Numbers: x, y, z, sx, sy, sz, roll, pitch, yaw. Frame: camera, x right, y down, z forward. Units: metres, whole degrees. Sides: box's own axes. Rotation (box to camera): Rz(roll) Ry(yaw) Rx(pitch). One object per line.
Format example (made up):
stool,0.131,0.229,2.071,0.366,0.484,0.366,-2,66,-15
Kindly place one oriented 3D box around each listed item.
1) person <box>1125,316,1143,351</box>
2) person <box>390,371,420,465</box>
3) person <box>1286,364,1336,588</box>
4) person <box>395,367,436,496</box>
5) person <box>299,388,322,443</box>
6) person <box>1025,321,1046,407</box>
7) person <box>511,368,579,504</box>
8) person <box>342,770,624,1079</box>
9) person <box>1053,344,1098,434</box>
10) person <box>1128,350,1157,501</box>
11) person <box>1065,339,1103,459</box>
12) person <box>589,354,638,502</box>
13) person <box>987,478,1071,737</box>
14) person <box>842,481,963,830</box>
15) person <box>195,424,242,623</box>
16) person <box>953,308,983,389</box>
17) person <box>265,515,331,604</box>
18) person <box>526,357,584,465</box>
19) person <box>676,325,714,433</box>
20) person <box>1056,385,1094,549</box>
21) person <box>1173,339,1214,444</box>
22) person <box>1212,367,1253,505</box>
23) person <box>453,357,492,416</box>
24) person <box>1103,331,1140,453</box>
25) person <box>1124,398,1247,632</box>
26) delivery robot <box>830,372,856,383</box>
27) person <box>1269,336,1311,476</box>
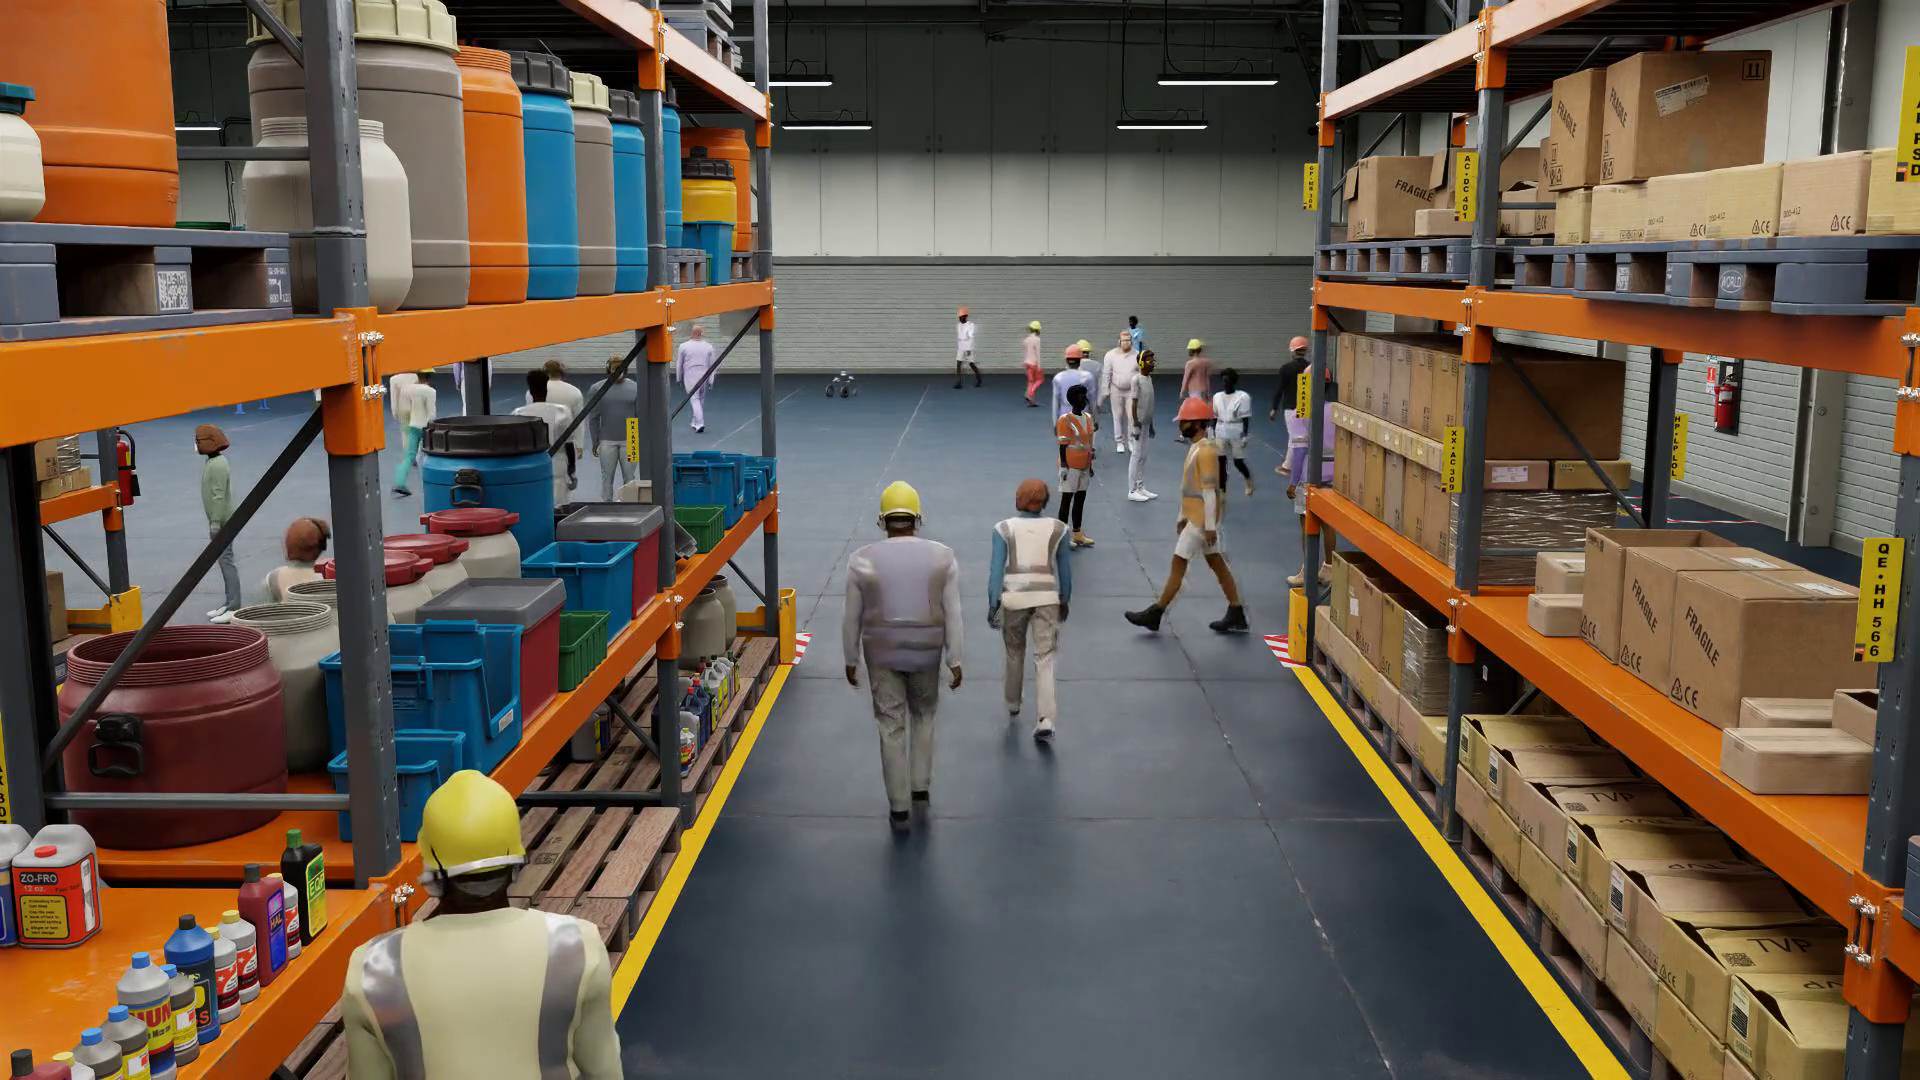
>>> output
person,4.260,-4.631,40.504,0.534,1.676,0.712,9,13,44
person,-8.064,-1.901,24.347,0.504,1.606,0.800,-3,10,-15
person,3.214,-0.587,15.153,0.615,2.041,0.388,-6,11,-32
person,-6.874,-1.442,21.248,0.527,1.722,0.915,5,11,28
person,-10.609,-2.619,27.509,0.632,1.986,1.072,3,10,20
person,1.536,-3.605,34.076,0.365,1.751,0.555,-5,11,-27
person,-3.977,-0.664,15.899,0.629,1.946,0.637,-1,10,-7
person,-1.065,1.413,3.787,0.600,1.836,0.404,-3,10,-16
person,1.453,-1.569,21.472,0.561,1.912,0.886,4,10,23
person,2.292,-1.438,20.763,0.327,1.874,0.518,5,11,29
person,1.795,-2.046,24.571,0.598,1.819,0.430,-4,10,-22
person,-3.805,-1.098,18.531,0.631,1.940,0.372,-3,10,-18
person,0.438,0.417,10.499,0.551,1.593,0.885,0,9,-2
person,-0.316,0.585,8.811,0.626,1.810,0.639,-1,10,-7
person,-6.130,-0.146,13.755,0.272,1.630,0.503,-5,11,-30
person,0.181,-4.546,39.316,0.547,1.904,0.897,7,12,36
person,-3.459,0.678,8.875,0.518,1.613,0.776,2,10,12
person,-4.524,-1.075,18.570,0.653,1.914,0.912,-5,11,-30
person,-4.632,-2.839,29.239,0.633,1.858,1.023,-5,11,-29
person,1.208,-0.766,17.265,0.316,1.696,0.540,8,12,40
person,3.848,-2.396,26.978,0.946,1.716,0.535,9,13,43
person,3.353,-1.289,20.442,0.546,1.678,0.636,7,12,36
person,-8.155,-2.656,27.859,0.632,1.940,0.372,-2,10,-11
person,2.536,-2.275,25.722,0.668,1.880,0.773,0,9,2
person,1.856,-0.195,13.295,1.009,1.880,0.563,1,10,5
delivery robot,-2.582,-3.613,36.798,0.335,0.223,0.698,6,12,34
person,4.623,-1.805,22.748,0.618,1.955,1.007,-4,10,-24
